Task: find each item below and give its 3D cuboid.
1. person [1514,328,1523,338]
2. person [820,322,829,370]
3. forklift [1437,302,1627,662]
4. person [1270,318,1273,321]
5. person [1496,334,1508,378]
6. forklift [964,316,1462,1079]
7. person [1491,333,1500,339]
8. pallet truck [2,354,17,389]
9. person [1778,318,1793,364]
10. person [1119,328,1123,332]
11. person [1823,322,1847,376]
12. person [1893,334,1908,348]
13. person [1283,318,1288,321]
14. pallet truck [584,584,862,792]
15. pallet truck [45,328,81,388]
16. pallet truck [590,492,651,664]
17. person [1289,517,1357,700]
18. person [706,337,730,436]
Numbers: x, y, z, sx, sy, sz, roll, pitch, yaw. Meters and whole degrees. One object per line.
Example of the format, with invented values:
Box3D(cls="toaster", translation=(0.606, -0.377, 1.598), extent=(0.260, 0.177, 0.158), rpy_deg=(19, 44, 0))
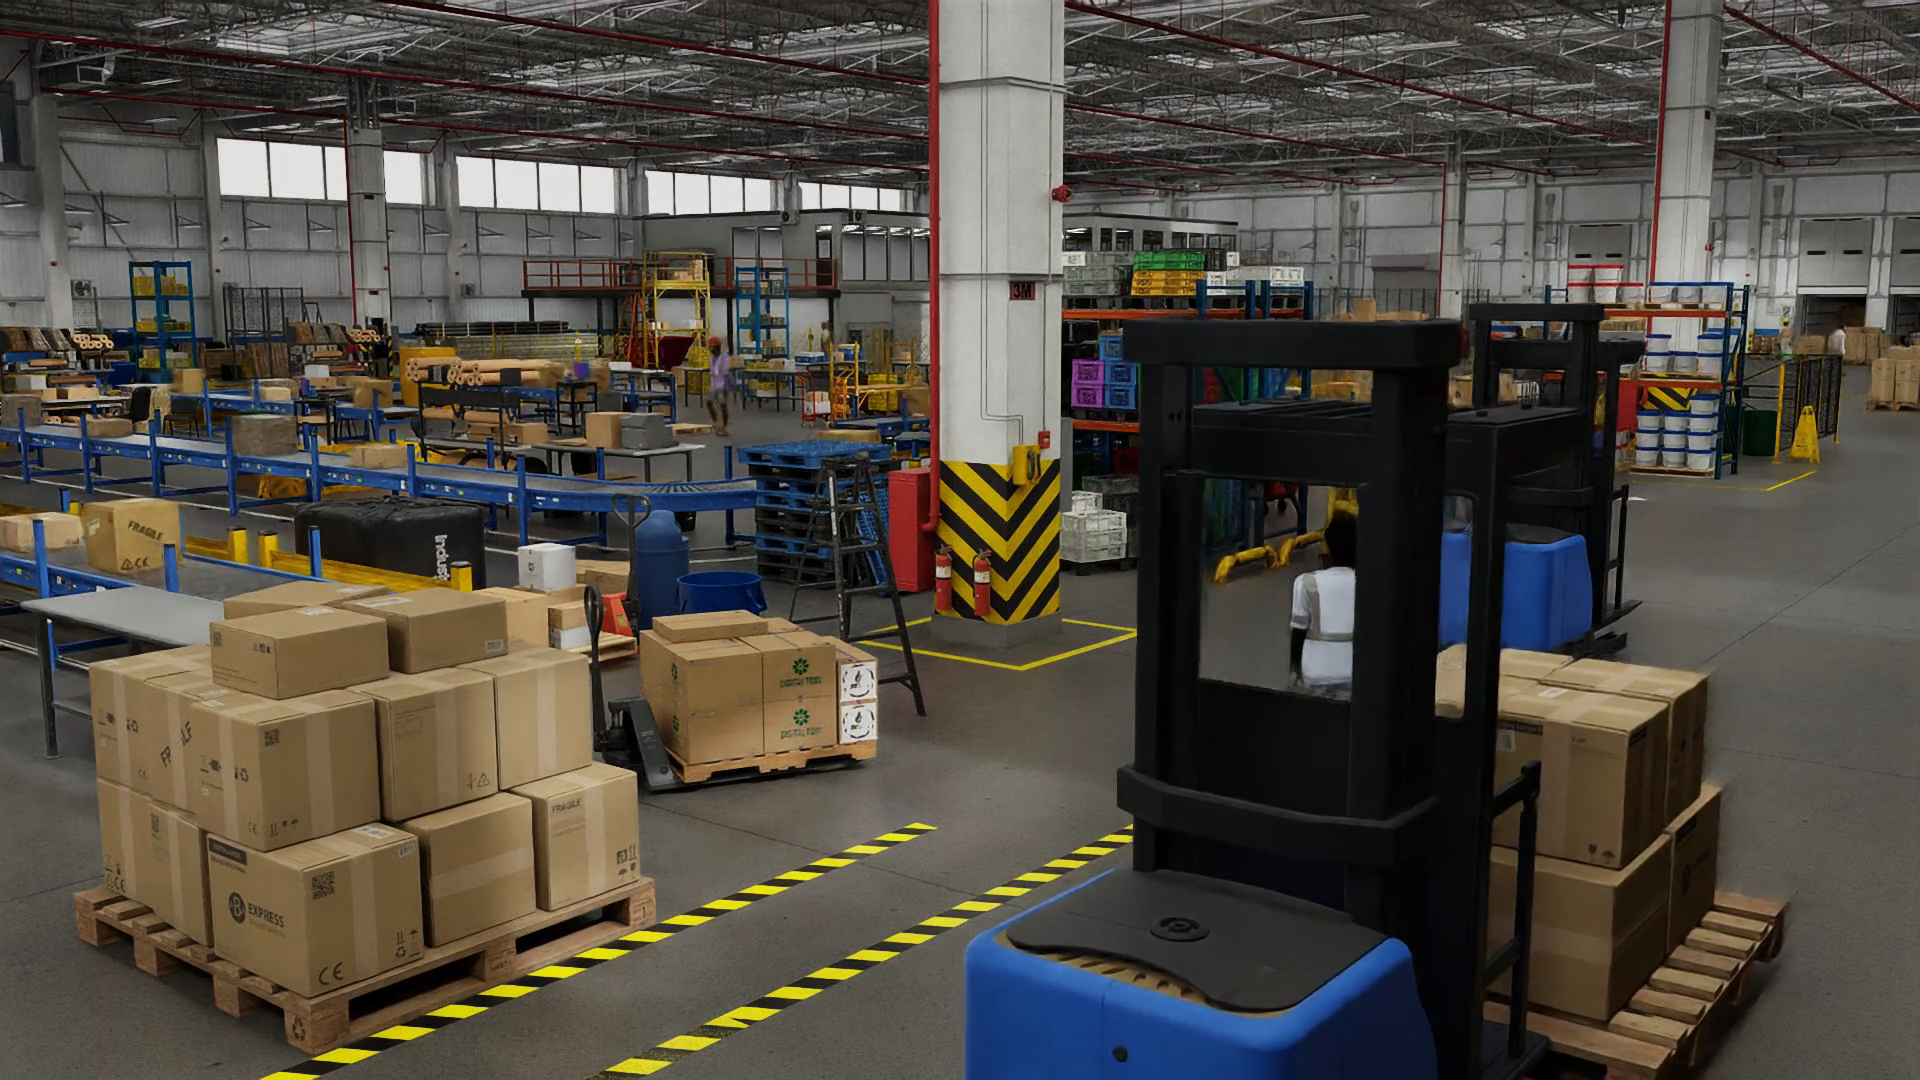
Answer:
Box3D(cls="person", translation=(16.797, -5.459, 50.132), extent=(0.603, 1.867, 1.019), rpy_deg=(-2, 9, -14))
Box3D(cls="person", translation=(-5.047, -7.194, 61.921), extent=(0.433, 1.831, 0.518), rpy_deg=(1, 9, 7))
Box3D(cls="forklift", translation=(4.379, -0.438, 12.852), extent=(1.129, 2.768, 1.873), rpy_deg=(7, 11, 37))
Box3D(cls="person", translation=(14.395, -9.343, 76.698), extent=(0.324, 1.742, 0.492), rpy_deg=(-2, 9, -16))
Box3D(cls="person", translation=(13.443, -4.220, 41.654), extent=(0.917, 1.904, 0.543), rpy_deg=(4, 9, 26))
Box3D(cls="forklift", translation=(0.942, 0.724, 5.016), extent=(1.129, 2.768, 1.873), rpy_deg=(7, 11, 37))
Box3D(cls="person", translation=(13.613, -4.371, 42.705), extent=(0.936, 1.898, 0.543), rpy_deg=(7, 11, 40))
Box3D(cls="pallet truck", translation=(-24.881, -4.417, 42.634), extent=(1.885, 1.965, 0.823), rpy_deg=(8, 11, 41))
Box3D(cls="person", translation=(33.666, -8.100, 67.776), extent=(0.595, 1.903, 0.747), rpy_deg=(-2, 9, -10))
Box3D(cls="person", translation=(6.285, -7.367, 62.654), extent=(0.603, 1.959, 0.378), rpy_deg=(2, 9, 16))
Box3D(cls="person", translation=(30.588, -6.653, 57.986), extent=(0.677, 1.918, 0.638), rpy_deg=(0, 8, 0))
Box3D(cls="person", translation=(24.317, -4.415, 43.117), extent=(0.649, 1.852, 0.528), rpy_deg=(-3, 9, -17))
Box3D(cls="person", translation=(15.489, -9.823, 79.272), extent=(0.609, 1.940, 0.414), rpy_deg=(-2, 9, -16))
Box3D(cls="pallet truck", translation=(-1.426, 0.805, 10.019), extent=(1.601, 1.201, 0.680), rpy_deg=(-4, 9, -26))
Box3D(cls="pallet truck", translation=(-23.775, -4.544, 43.495), extent=(1.885, 1.965, 0.823), rpy_deg=(6, 10, 35))
Box3D(cls="pallet truck", translation=(-3.115, 0.344, 12.883), extent=(0.653, 1.274, 1.630), rpy_deg=(7, 11, 37))
Box3D(cls="person", translation=(2.093, 0.702, 9.194), extent=(0.547, 1.675, 0.572), rpy_deg=(2, 9, 10))
Box3D(cls="person", translation=(-4.903, -3.086, 33.600), extent=(0.631, 2.011, 0.576), rpy_deg=(7, 11, 39))
